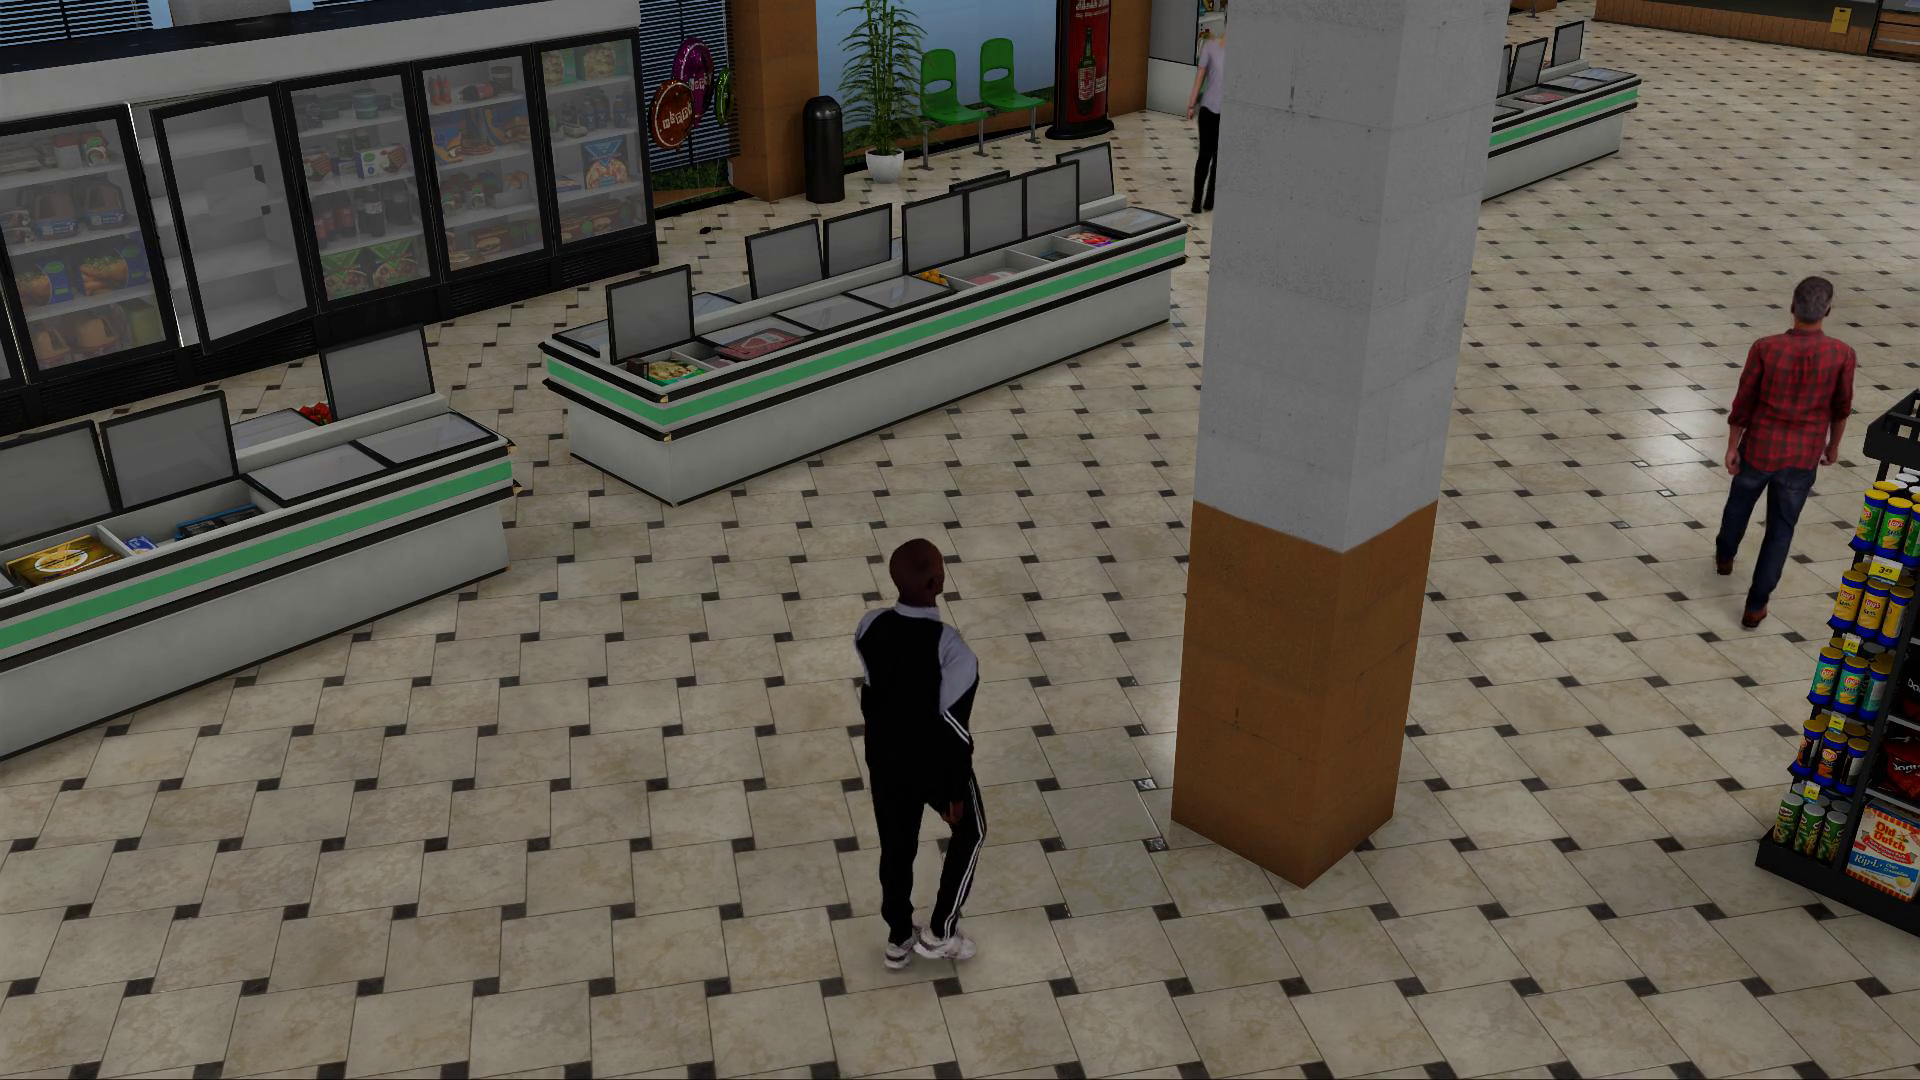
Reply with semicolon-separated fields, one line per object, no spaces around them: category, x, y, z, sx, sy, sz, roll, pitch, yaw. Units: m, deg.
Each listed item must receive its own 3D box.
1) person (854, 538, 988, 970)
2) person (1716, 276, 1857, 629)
person;-0.202;0.843;6.056;0.738;1.819;0.717;14;30;26
person;4.219;-0.411;8.551;0.899;1.798;1.142;15;30;27
